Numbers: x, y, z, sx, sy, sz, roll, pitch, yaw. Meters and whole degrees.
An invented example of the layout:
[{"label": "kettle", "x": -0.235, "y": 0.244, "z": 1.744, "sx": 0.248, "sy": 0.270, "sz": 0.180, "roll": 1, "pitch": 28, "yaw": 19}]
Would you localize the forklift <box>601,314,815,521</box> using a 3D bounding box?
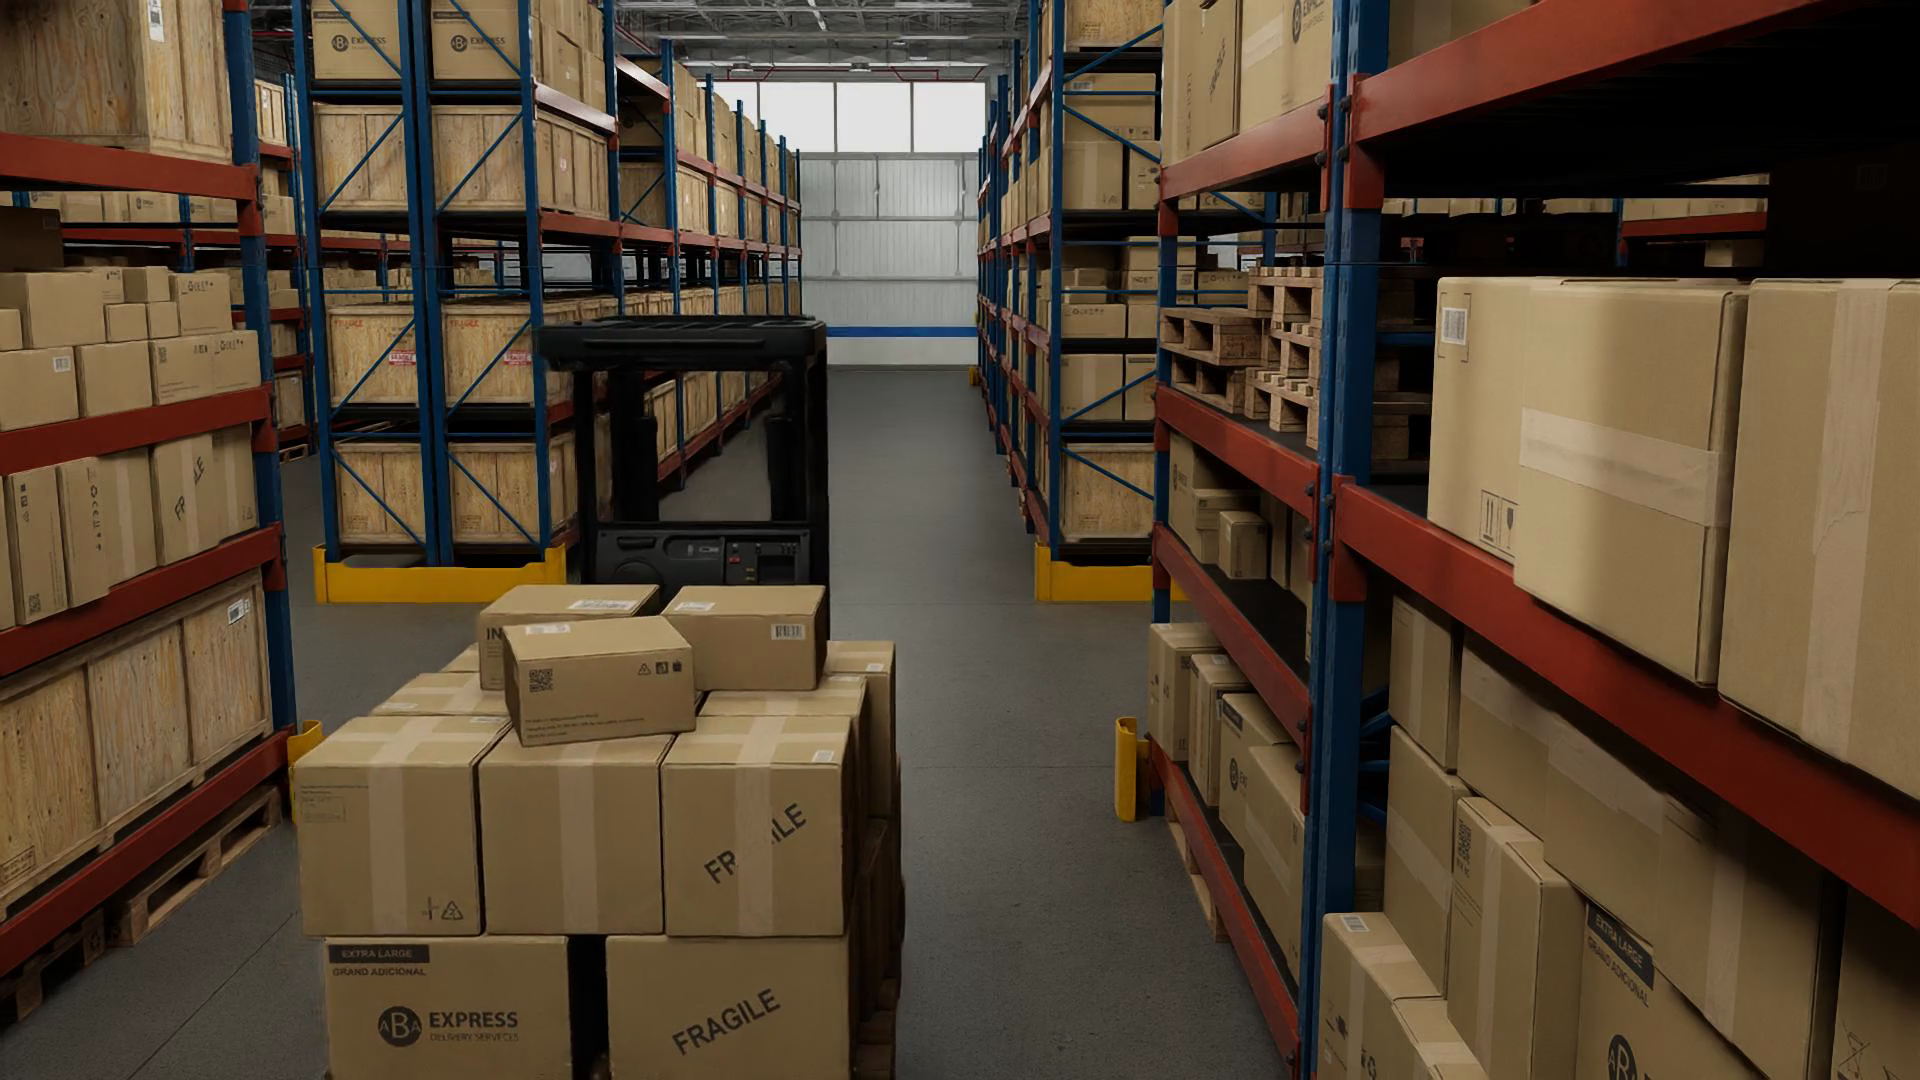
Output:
[{"label": "forklift", "x": -1.123, "y": 0.354, "z": 7.688, "sx": 1.129, "sy": 2.768, "sz": 1.873, "roll": 0, "pitch": 9, "yaw": -1}]
